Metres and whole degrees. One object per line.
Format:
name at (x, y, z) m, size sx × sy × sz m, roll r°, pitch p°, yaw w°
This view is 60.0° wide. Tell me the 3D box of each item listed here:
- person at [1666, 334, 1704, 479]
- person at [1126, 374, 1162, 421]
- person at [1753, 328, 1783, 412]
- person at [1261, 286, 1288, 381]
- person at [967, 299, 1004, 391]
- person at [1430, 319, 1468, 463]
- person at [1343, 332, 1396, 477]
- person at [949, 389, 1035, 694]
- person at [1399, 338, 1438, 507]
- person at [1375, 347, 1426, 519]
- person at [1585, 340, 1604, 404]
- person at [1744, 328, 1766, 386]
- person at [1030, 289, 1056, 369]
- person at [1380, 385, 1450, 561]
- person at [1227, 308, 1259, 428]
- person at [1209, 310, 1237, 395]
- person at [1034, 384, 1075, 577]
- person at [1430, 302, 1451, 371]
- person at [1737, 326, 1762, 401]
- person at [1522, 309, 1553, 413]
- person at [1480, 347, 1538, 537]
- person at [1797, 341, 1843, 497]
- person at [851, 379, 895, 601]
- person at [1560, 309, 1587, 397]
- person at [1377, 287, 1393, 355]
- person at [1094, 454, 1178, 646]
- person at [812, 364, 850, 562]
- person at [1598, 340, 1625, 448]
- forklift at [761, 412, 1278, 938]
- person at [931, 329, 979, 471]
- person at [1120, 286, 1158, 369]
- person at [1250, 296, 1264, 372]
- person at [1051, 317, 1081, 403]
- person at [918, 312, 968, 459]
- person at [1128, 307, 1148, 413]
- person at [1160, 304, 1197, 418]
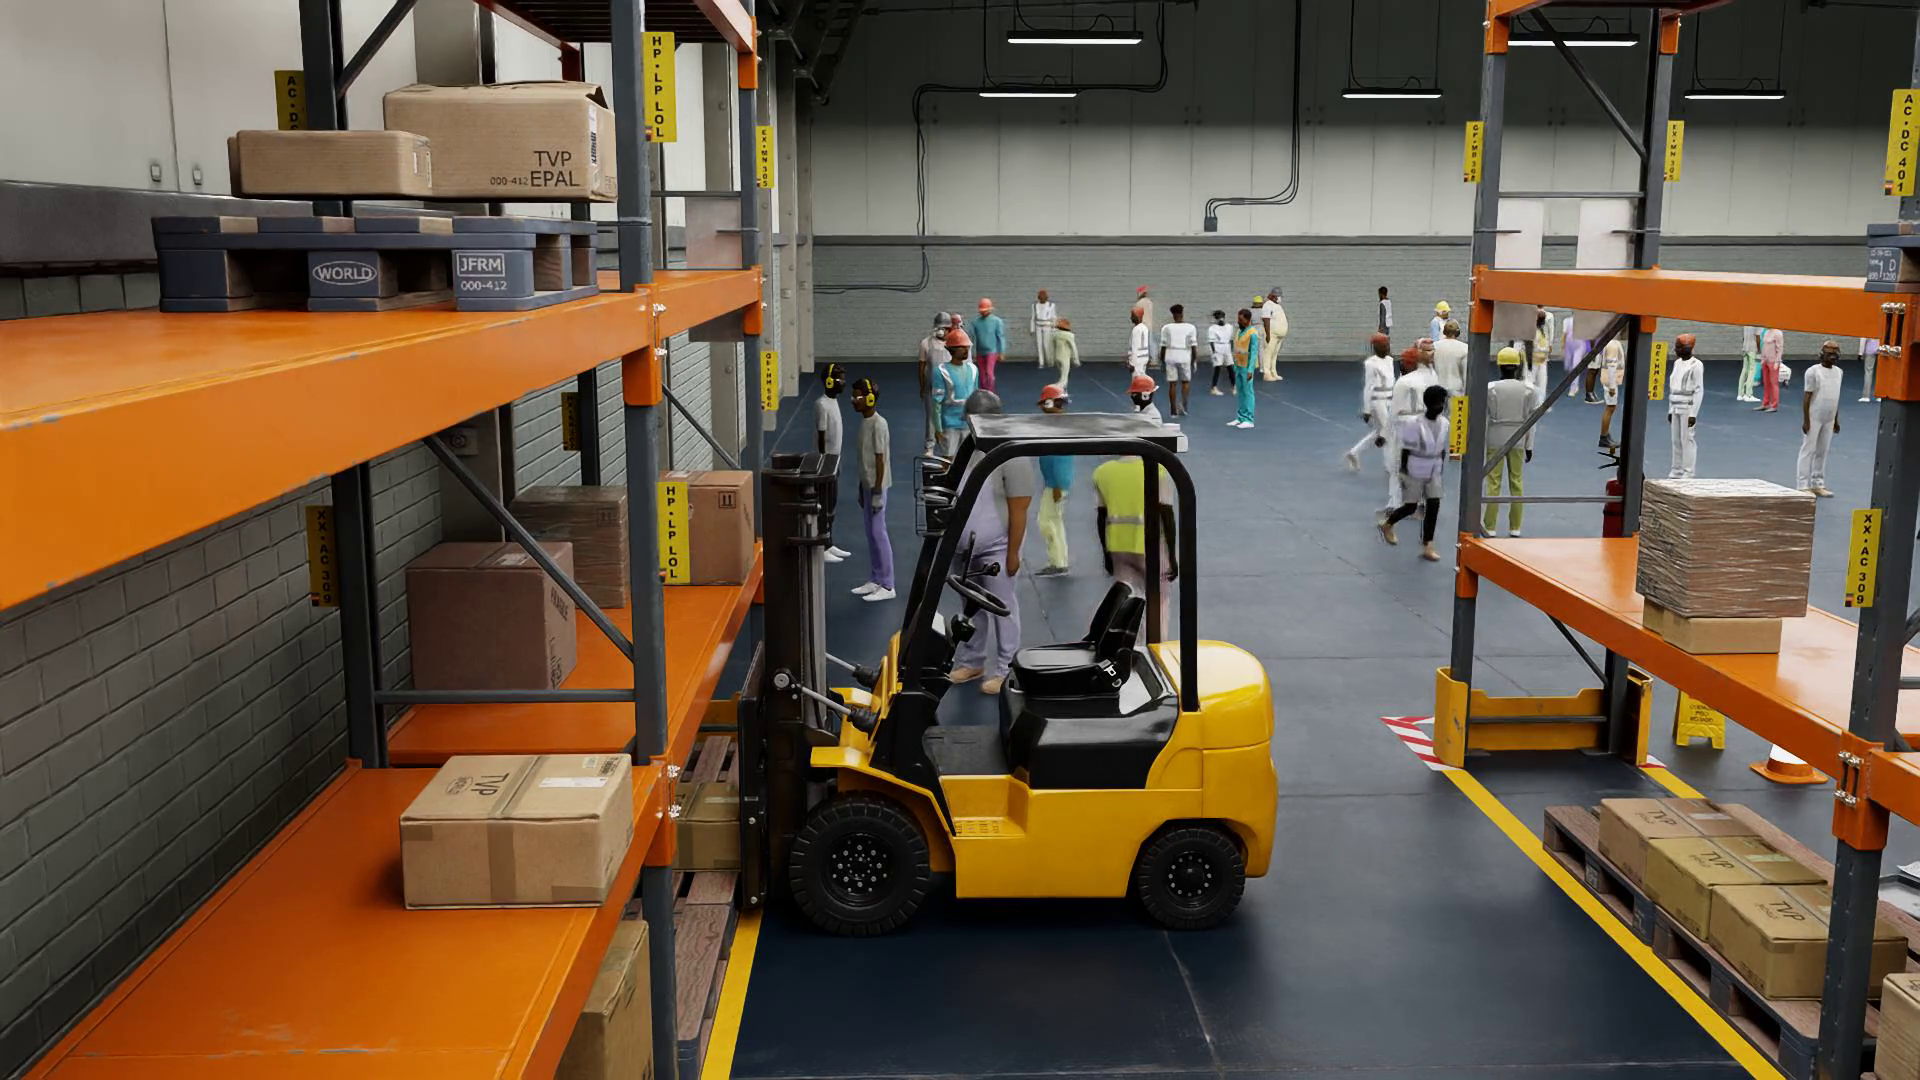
person at (8.776, -1.557, 20.177) m, size 0.349 × 1.881 × 0.577 m, roll -1°, pitch 10°, yaw -3°
person at (1.742, -0.700, 15.799) m, size 0.357 × 1.742 × 0.561 m, roll 0°, pitch 10°, yaw -3°
person at (14.238, -3.121, 29.242) m, size 0.343 × 1.757 × 0.526 m, roll 0°, pitch 10°, yaw -2°
person at (6.803, -4.458, 35.892) m, size 0.536 × 2.000 × 0.676 m, roll 6°, pitch 12°, yaw 32°
person at (0.426, -3.393, 30.205) m, size 0.677 × 1.945 × 0.820 m, roll 4°, pitch 11°, yaw 23°
person at (6.633, -2.020, 22.595) m, size 0.636 × 1.938 × 0.358 m, roll 7°, pitch 12°, yaw 35°
person at (5.331, -1.728, 21.219) m, size 0.876 × 1.853 × 0.595 m, roll 8°, pitch 13°, yaw 37°
person at (0.147, -0.001, 11.065) m, size 0.535 × 2.000 × 0.684 m, roll -9°, pitch 13°, yaw -40°
person at (5.228, -1.335, 18.870) m, size 0.402 × 1.911 × 0.638 m, roll 8°, pitch 13°, yaw 39°
person at (4.803, -1.156, 18.007) m, size 0.476 × 1.851 × 0.617 m, roll 7°, pitch 12°, yaw 33°
person at (11.820, -3.513, 30.859) m, size 0.376 × 1.959 × 0.603 m, roll 7°, pitch 12°, yaw 33°
person at (16.555, -4.115, 34.573) m, size 0.359 × 1.835 × 0.512 m, roll 5°, pitch 12°, yaw 28°
person at (1.944, -4.961, 39.181) m, size 0.611 × 1.866 × 0.420 m, roll 4°, pitch 11°, yaw 23°
person at (4.313, -0.658, 15.745) m, size 0.552 × 1.666 × 0.642 m, roll -5°, pitch 11°, yaw -24°
person at (4.601, -2.772, 26.842) m, size 0.391 × 1.920 × 0.593 m, roll -4°, pitch 11°, yaw -19°
person at (5.146, -3.656, 32.474) m, size 0.618 × 1.666 × 0.362 m, roll -4°, pitch 11°, yaw -20°
person at (0.833, -0.523, 14.894) m, size 0.385 × 1.718 × 0.630 m, roll 1°, pitch 10°, yaw 6°
person at (9.338, -3.710, 32.304) m, size 0.404 × 1.831 × 0.600 m, roll 6°, pitch 12°, yaw 32°
person at (14.867, -3.527, 31.218) m, size 0.327 × 1.863 × 0.511 m, roll -1°, pitch 10°, yaw -8°
person at (10.047, -3.148, 29.247) m, size 0.632 × 1.813 × 0.752 m, roll -10°, pitch 14°, yaw -44°
person at (5.513, -0.980, 16.828) m, size 0.587 × 1.930 × 0.359 m, roll 0°, pitch 10°, yaw 2°
person at (10.069, -1.404, 19.435) m, size 0.506 × 1.843 × 0.350 m, roll -3°, pitch 11°, yaw -17°
person at (-0.742, -0.422, 13.932) m, size 0.330 × 1.861 × 0.504 m, roll -4°, pitch 11°, yaw -20°
person at (11.957, -3.701, 32.294) m, size 0.499 × 1.821 × 0.718 m, roll 8°, pitch 13°, yaw 38°
person at (10.154, -5.098, 39.814) m, size 0.373 × 1.912 × 0.597 m, roll 5°, pitch 11°, yaw 26°
person at (1.208, 0.090, 11.197) m, size 0.623 × 1.809 × 0.619 m, roll 5°, pitch 11°, yaw 24°
person at (-1.217, -0.722, 15.598) m, size 0.326 × 1.861 × 0.511 m, roll 2°, pitch 10°, yaw 9°
person at (9.524, -2.297, 24.195) m, size 0.386 × 1.924 × 0.548 m, roll 4°, pitch 11°, yaw 21°
forklift at (0.291, 0.548, 7.580) m, size 2.313 × 2.155 × 1.214 m, roll 0°, pitch 10°, yaw -2°
person at (-0.026, -1.262, 18.068) m, size 0.615 × 2.047 × 0.359 m, roll -8°, pitch 13°, yaw -38°
person at (4.272, -5.018, 39.276) m, size 0.634 × 1.941 × 1.029 m, roll -10°, pitch 14°, yaw -43°
person at (6.843, -4.743, 38.321) m, size 0.492 × 1.740 × 0.324 m, roll 3°, pitch 11°, yaw 15°
person at (1.956, -3.265, 30.474) m, size 0.711 × 1.607 × 0.514 m, roll -9°, pitch 13°, yaw -40°
person at (-0.229, -2.119, 22.865) m, size 0.688 × 2.000 × 0.536 m, roll 0°, pitch 10°, yaw 0°
person at (3.051, -3.041, 28.470) m, size 0.345 × 1.876 × 0.574 m, roll 4°, pitch 11°, yaw 21°
person at (3.736, -3.064, 28.446) m, size 0.627 × 1.921 × 0.696 m, roll 2°, pitch 10°, yaw 10°
